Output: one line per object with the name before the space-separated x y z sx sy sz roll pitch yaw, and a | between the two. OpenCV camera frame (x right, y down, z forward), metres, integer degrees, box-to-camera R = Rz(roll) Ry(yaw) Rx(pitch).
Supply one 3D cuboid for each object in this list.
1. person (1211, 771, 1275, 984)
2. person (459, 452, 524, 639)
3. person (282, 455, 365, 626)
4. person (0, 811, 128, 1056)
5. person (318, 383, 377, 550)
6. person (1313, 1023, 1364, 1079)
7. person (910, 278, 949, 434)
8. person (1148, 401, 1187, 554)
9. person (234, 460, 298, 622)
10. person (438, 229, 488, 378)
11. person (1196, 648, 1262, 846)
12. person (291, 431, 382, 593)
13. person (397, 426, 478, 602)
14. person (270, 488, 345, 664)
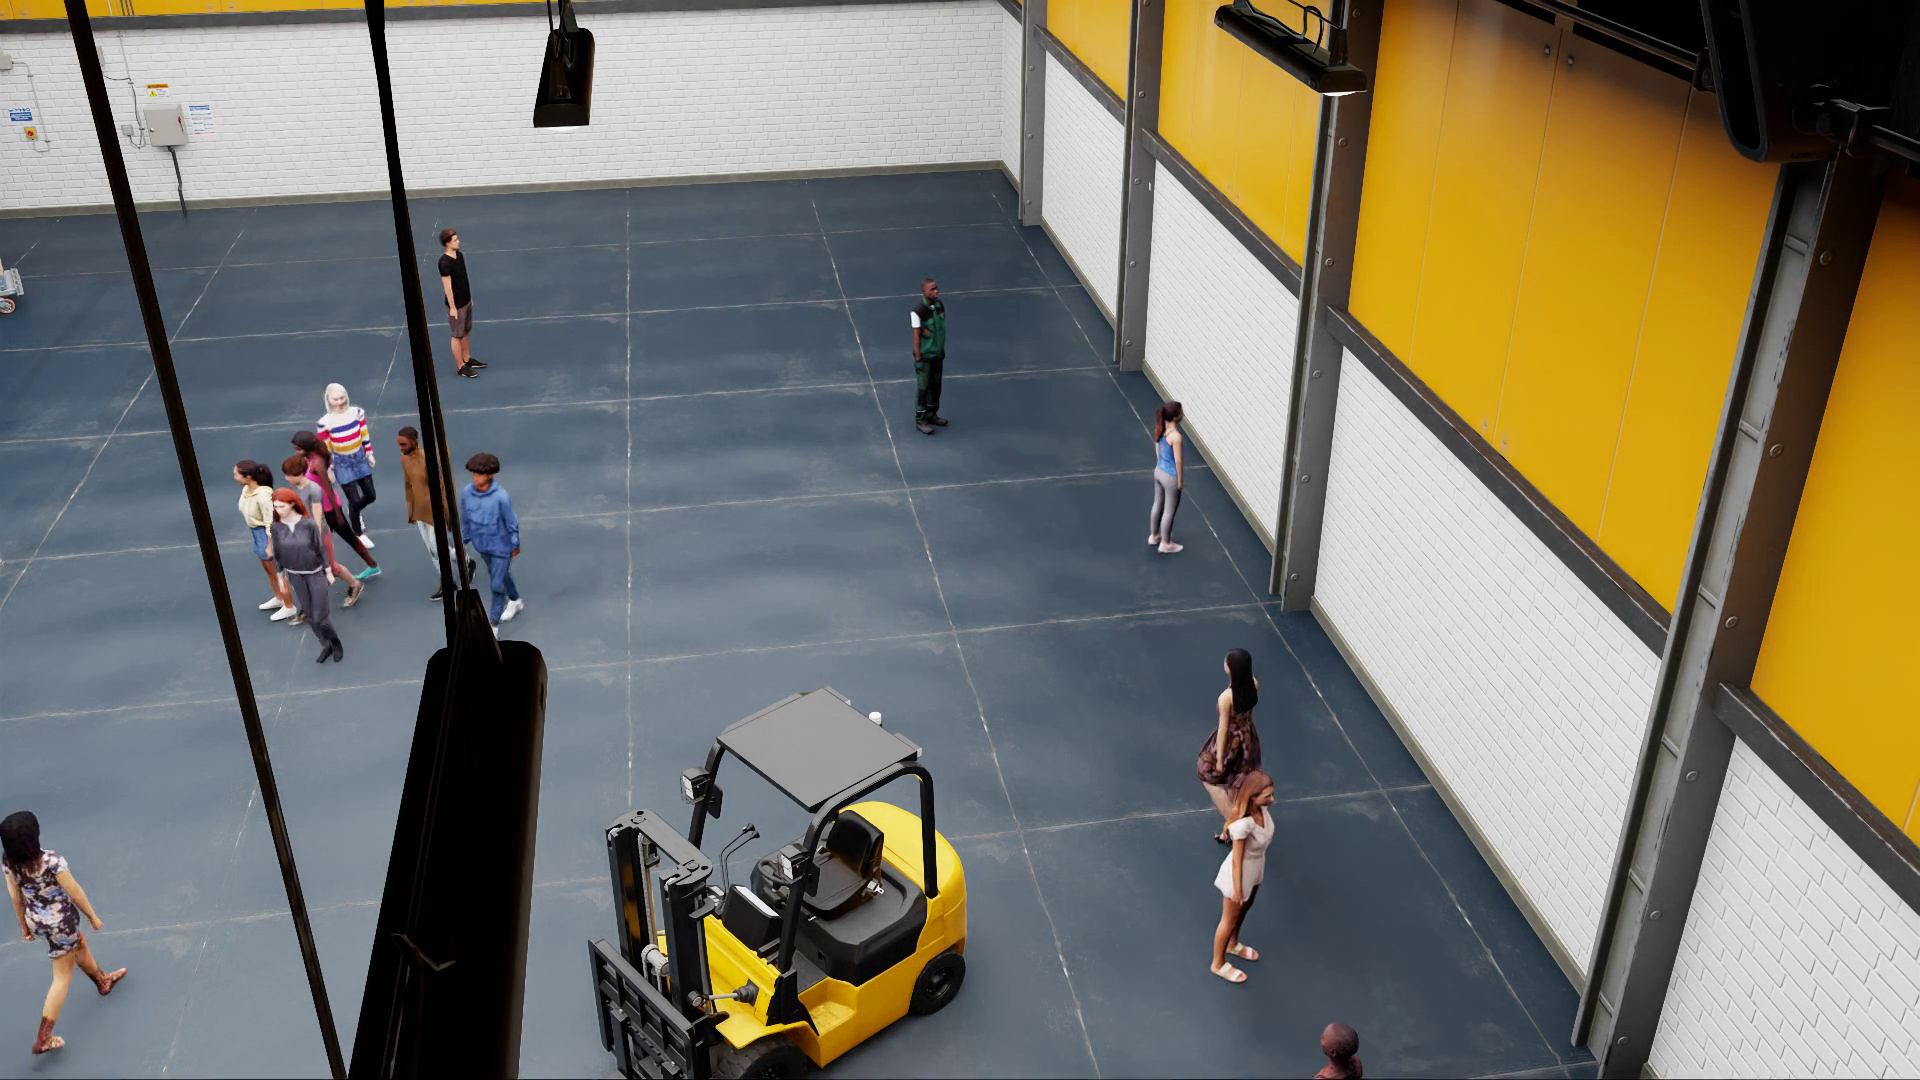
person | 1.922 2.246 11.293 0.739 1.690 0.671 16 33 27
person | -4.261 -0.011 15.341 1.051 1.777 1.191 13 31 22
person | -5.977 -0.047 15.556 0.985 1.633 1.077 15 32 26
person | -5.899 2.542 10.751 0.911 1.691 1.212 6 29 11
person | -6.168 -0.786 16.738 0.878 1.798 0.947 -23 36 -36
person | 2.083 3.382 9.151 0.718 1.746 0.763 -20 34 -32
person | -0.361 -2.150 19.197 0.833 1.839 0.772 18 34 30
person | 2.091 -0.645 16.679 0.673 1.608 0.534 -12 31 -21
person | -6.476 -0.029 15.525 0.783 1.632 0.663 -21 35 -34
person | -6.247 -2.973 20.682 0.808 1.862 0.628 4 29 7
person | 2.100 1.605 12.388 0.804 1.766 0.867 -21 35 -34
person | -5.971 -0.297 15.987 0.921 1.660 1.109 -19 34 -30
person | -4.969 -0.298 15.845 0.889 1.798 0.949 15 32 25
person | -5.789 0.282 14.819 0.658 1.762 0.633 0 29 0
